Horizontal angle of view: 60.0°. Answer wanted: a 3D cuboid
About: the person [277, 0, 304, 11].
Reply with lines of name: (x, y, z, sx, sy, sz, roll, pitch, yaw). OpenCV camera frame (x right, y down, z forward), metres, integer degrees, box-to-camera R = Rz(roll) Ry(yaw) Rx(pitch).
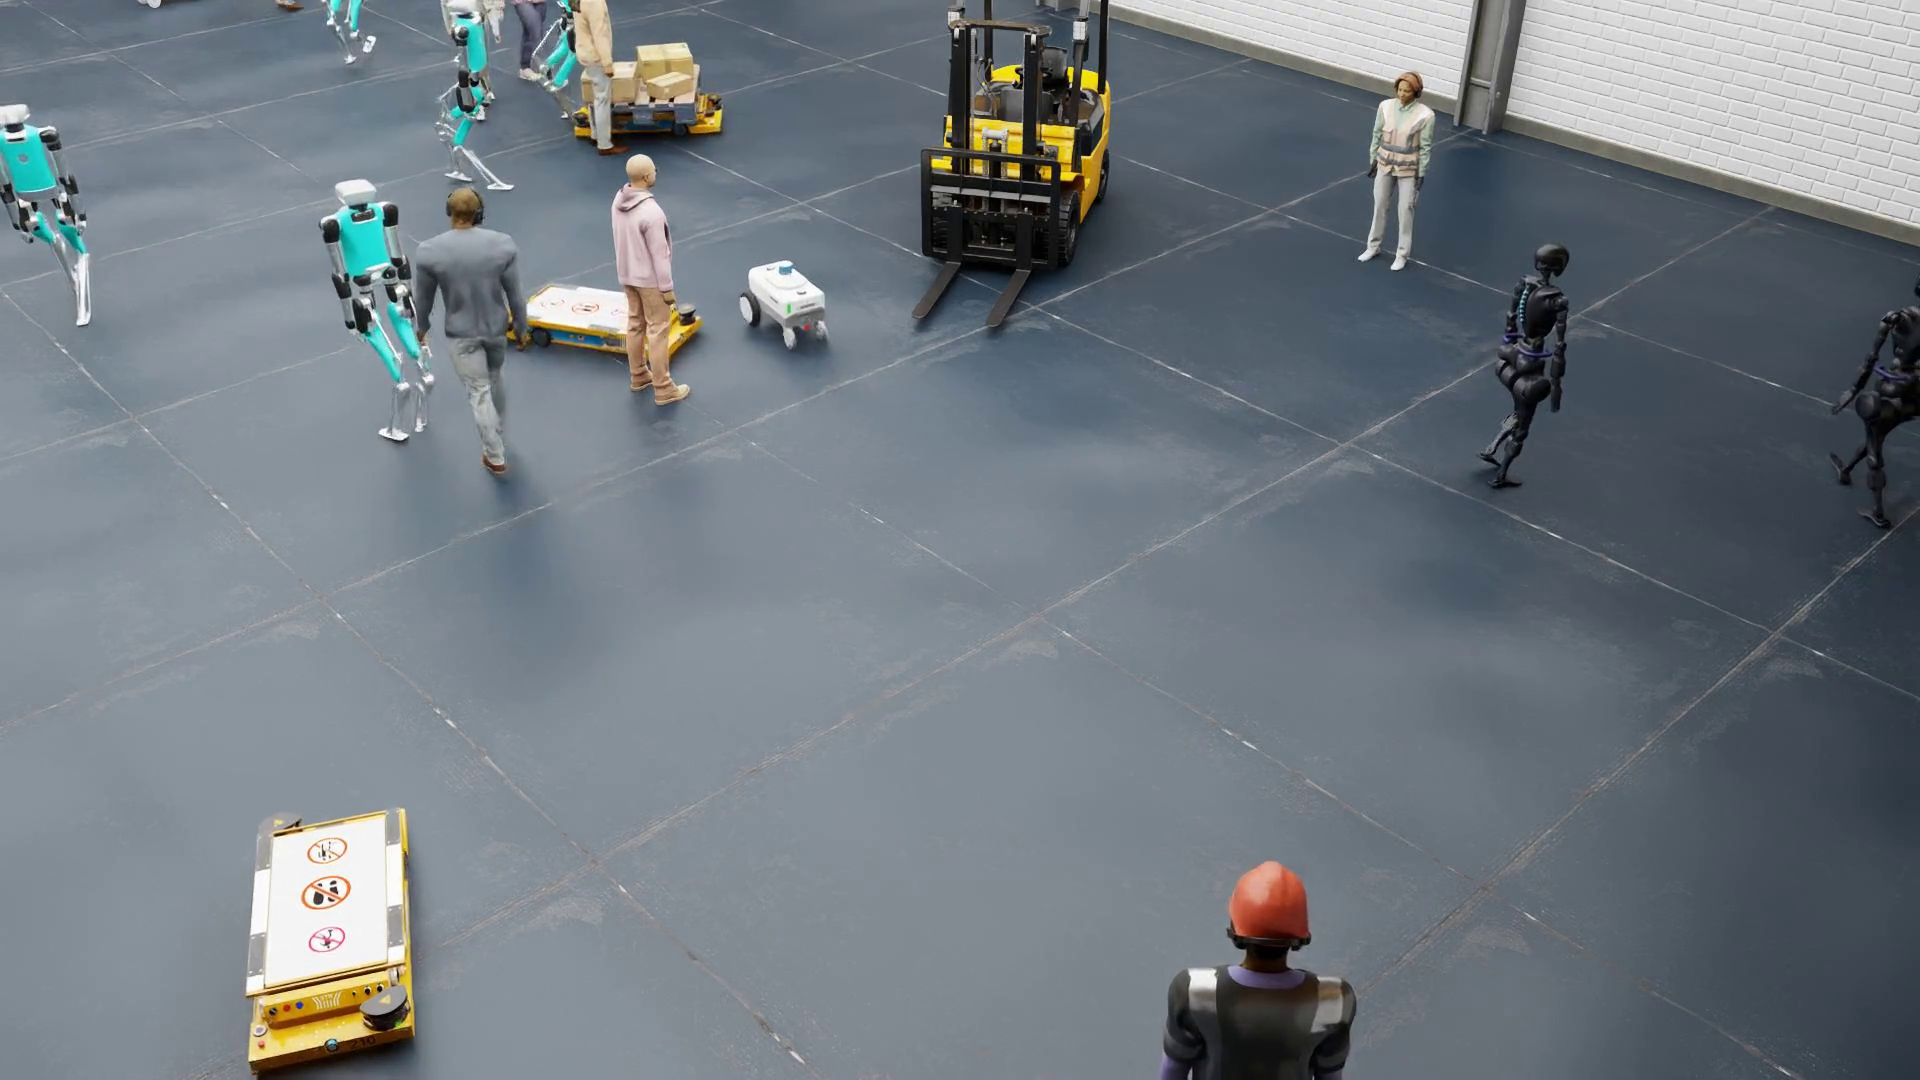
person: (-8.275, -7.198, 19.981, 0.510, 1.632, 0.432, 22, 39, 30)

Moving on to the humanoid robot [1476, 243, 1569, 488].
humanoid robot: (3.606, -1.103, 10.568, 0.346, 1.648, 0.602, -10, 34, -15)

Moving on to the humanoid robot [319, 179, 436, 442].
humanoid robot: (-3.775, -1.474, 11.083, 0.678, 1.784, 0.535, 28, 42, 36)

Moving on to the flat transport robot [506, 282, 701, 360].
flat transport robot: (-2.779, -1.674, 12.745, 1.431, 0.231, 0.659, 10, 34, 15)

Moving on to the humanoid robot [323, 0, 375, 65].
humanoid robot: (-6.669, -5.984, 18.013, 0.558, 1.737, 1.005, -2, 33, -3)

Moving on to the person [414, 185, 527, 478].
person: (-3.174, -1.394, 10.817, 0.665, 1.891, 0.879, -17, 37, -25)

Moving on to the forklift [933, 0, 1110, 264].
forklift: (0.570, -3.725, 14.138, 1.214, 2.155, 2.313, 9, 34, 13)

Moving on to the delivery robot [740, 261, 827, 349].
delivery robot: (-1.336, -1.843, 12.760, 0.499, 0.612, 0.816, -19, 37, -26)

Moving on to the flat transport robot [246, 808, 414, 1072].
flat transport robot: (-2.836, 1.728, 7.518, 0.659, 0.231, 1.431, -9, 34, -14)

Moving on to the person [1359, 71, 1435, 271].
person: (3.569, -3.011, 13.552, 0.517, 1.632, 0.316, 25, 40, 33)

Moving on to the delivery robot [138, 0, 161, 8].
delivery robot: (-9.788, -6.933, 20.584, 0.499, 0.614, 0.791, 25, 41, 33)

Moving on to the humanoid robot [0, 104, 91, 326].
humanoid robot: (-6.988, -2.572, 12.807, 0.551, 1.785, 0.934, -10, 34, -15)

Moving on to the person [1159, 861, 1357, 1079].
person: (0.966, 1.899, 5.645, 0.601, 2.034, 0.414, 2, 33, 3)

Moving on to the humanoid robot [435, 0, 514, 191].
humanoid robot: (-4.570, -4.004, 15.003, 0.891, 1.782, 0.554, 3, 33, 5)

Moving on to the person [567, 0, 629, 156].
person: (-3.468, -4.598, 15.778, 0.396, 1.869, 0.561, -15, 36, -22)

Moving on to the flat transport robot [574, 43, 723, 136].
flat transport robot: (-3.124, -4.277, 16.746, 1.431, 0.231, 0.659, -2, 33, -4)

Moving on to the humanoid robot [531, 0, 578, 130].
humanoid robot: (-3.966, -4.901, 16.365, 0.746, 1.794, 0.543, -15, 36, -22)

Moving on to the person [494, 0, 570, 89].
person: (-4.464, -5.660, 17.448, 0.946, 1.817, 0.766, 23, 39, 31)

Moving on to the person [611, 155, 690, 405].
person: (-2.195, -1.803, 11.568, 0.408, 1.776, 0.526, -28, 42, -36)

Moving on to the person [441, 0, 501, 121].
person: (-4.943, -5.188, 16.829, 0.532, 1.702, 0.956, -9, 34, -14)

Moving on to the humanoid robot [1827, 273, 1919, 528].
humanoid robot: (5.784, -0.947, 10.375, 0.599, 1.629, 0.774, -6, 34, -9)
